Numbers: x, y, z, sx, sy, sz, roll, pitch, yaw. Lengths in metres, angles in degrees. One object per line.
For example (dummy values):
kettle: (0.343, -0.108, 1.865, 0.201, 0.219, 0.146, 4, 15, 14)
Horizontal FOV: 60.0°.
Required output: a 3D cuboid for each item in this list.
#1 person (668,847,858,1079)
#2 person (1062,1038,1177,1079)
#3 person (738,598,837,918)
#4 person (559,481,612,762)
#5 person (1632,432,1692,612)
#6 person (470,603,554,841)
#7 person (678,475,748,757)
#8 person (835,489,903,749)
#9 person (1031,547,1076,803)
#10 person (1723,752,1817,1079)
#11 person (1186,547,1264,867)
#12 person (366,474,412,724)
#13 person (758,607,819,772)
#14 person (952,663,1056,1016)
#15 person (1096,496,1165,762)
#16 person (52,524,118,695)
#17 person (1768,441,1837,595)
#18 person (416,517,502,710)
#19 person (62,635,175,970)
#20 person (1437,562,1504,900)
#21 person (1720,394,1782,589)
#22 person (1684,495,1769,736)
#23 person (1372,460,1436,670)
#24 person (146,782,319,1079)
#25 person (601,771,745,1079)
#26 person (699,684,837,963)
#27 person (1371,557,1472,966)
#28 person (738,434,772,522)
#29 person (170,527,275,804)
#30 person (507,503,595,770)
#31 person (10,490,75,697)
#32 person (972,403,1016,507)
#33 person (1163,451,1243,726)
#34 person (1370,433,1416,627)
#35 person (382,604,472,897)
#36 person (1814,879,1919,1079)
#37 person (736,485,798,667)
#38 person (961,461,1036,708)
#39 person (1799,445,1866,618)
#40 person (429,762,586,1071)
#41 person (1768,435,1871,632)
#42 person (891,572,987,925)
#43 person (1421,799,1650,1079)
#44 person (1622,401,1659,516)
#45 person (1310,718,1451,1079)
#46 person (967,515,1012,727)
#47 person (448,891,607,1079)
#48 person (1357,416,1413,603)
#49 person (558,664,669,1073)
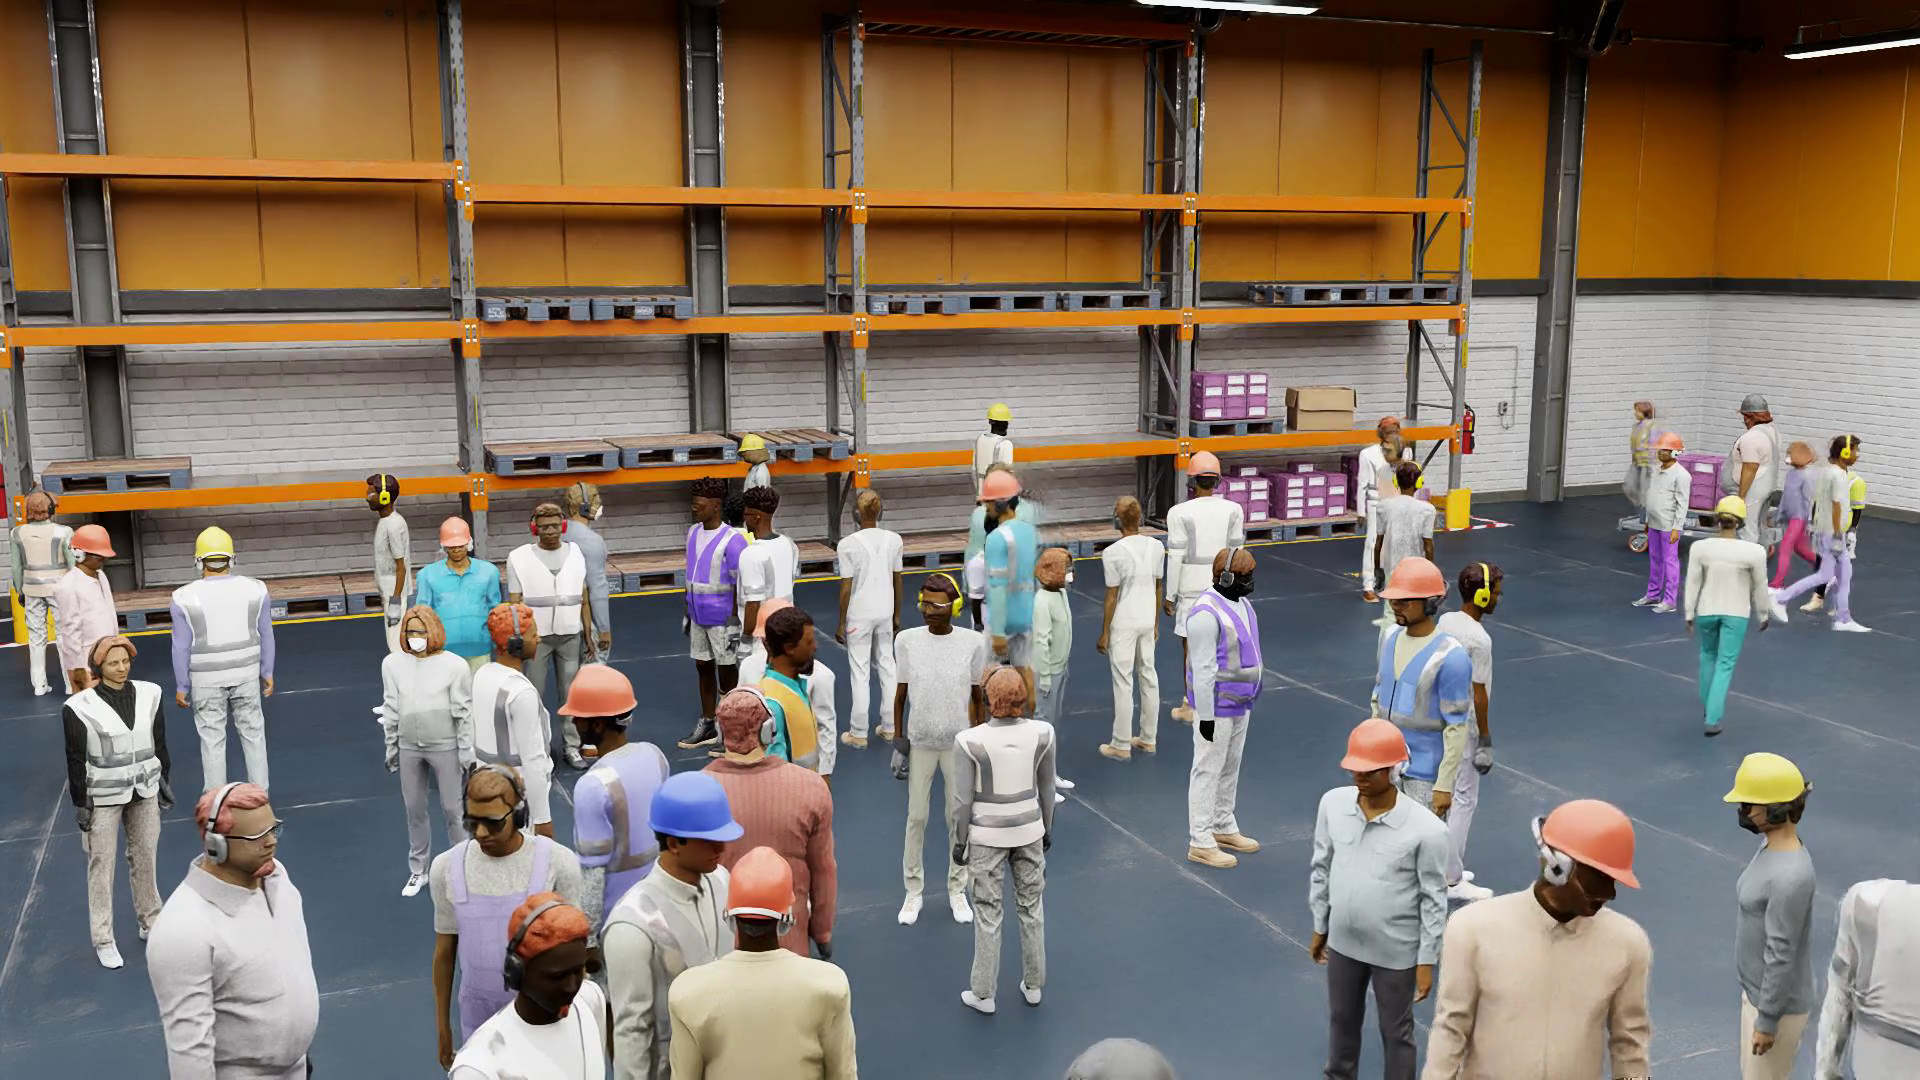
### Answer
person: (-0.586, 1.775, 5.010, 0.563, 1.752, 0.327, -1, 10, -6)
person: (0.386, 1.909, 3.416, 0.699, 2.000, 0.544, -2, 10, -11)
person: (-0.916, 1.155, 8.584, 0.566, 1.750, 0.341, 4, 11, 23)
person: (-2.593, 0.558, 11.493, 0.360, 1.938, 0.635, -8, 13, -40)
person: (6.872, -0.178, 16.251, 0.318, 1.756, 0.563, -2, 10, -11)
person: (-2.079, 1.223, 7.817, 0.343, 1.882, 0.585, -8, 13, -39)
person: (-1.727, 0.524, 11.610, 0.606, 1.966, 0.367, 9, 13, 41)
person: (-0.642, 0.557, 11.770, 0.512, 1.845, 0.340, -6, 12, -31)
person: (0.594, 0.850, 10.689, 0.264, 1.632, 0.507, 3, 10, 17)
person: (2.856, 1.617, 5.927, 0.342, 1.754, 0.535, 4, 11, 21)
person: (1.524, 0.947, 9.566, 0.429, 1.837, 0.624, 6, 12, 32)
person: (-4.258, 0.431, 12.425, 0.316, 1.870, 0.531, -4, 11, -24)
person: (-0.804, 1.247, 7.585, 0.391, 1.919, 0.587, 0, 10, -1)
person: (0.206, 1.375, 7.648, 0.513, 1.641, 0.307, -4, 11, -21)
person: (1.174, 0.611, 11.475, 0.506, 1.841, 0.344, -6, 12, -31)
person: (-5.653, 0.762, 10.879, 0.340, 1.742, 0.560, -1, 10, -4)
person: (8.608, -0.220, 16.972, 0.825, 1.593, 0.500, 1, 10, 4)
person: (-3.343, 0.707, 11.168, 0.576, 1.749, 0.335, -4, 11, -23)
person: (-4.152, 1.272, 8.238, 0.307, 1.641, 0.511, 6, 12, 32)
person: (2.734, 1.033, 9.014, 0.335, 1.856, 0.527, -2, 10, -10)
person: (8.230, -0.516, 17.389, 0.687, 2.000, 0.535, -9, 13, -42)
person: (5.649, 0.535, 12.226, 0.533, 1.735, 0.831, 8, 13, 40)
person: (3.545, 0.293, 13.260, 0.511, 1.860, 0.333, 7, 12, 35)
person: (-2.193, 1.671, 5.173, 0.403, 1.906, 0.652, 1, 10, 4)
person: (-0.855, 1.656, 5.180, 0.412, 1.939, 0.612, 5, 11, 25)
person: (-0.789, 1.480, 6.282, 0.651, 1.905, 0.409, -2, 10, -14)
person: (2.196, 1.089, 8.132, 0.379, 2.044, 0.607, -5, 11, -25)
person: (-2.001, -0.173, 16.294, 0.325, 1.736, 0.485, -2, 10, -14)
person: (-4.534, 0.827, 10.249, 0.600, 1.831, 0.404, -8, 13, -39)
person: (-2.746, 0.654, 11.203, 0.564, 1.846, 0.390, -5, 11, -28)
person: (-7.174, 0.428, 13.103, 0.522, 1.638, 0.310, 0, 10, -3)
person: (0.386, -0.472, 17.457, 0.380, 1.924, 0.593, -8, 13, -38)
person: (1.789, 0.356, 12.354, 0.615, 2.041, 0.391, -3, 10, -17)
person: (4.112, -0.099, 15.601, 0.488, 1.829, 0.516, -5, 11, -28)
person: (-2.879, 1.143, 9.032, 0.493, 1.625, 0.280, 1, 10, 7)
person: (3.009, 1.679, 5.132, 0.580, 1.899, 0.608, -8, 12, -37)
person: (-1.307, 0.607, 11.128, 0.363, 1.965, 0.610, 4, 11, 21)
person: (0.289, 0.353, 12.725, 0.466, 1.918, 0.638, 7, 12, 35)
person: (8.408, -0.103, 15.996, 0.318, 1.698, 0.534, -4, 11, -24)
person: (-1.519, 1.629, 5.631, 0.518, 1.836, 0.347, 0, 10, -2)
person: (8.007, -0.065, 15.379, 0.827, 1.839, 0.532, 5, 11, 27)
person: (-0.106, 1.083, 8.678, 0.514, 1.868, 0.329, 0, 10, -2)
person: (1.674, 1.706, 4.858, 0.650, 1.955, 0.434, 0, 10, 2)
person: (8.641, -0.946, 21.074, 0.362, 1.625, 0.515, -2, 10, -12)
person: (1.582, 1.534, 6.402, 0.563, 1.752, 0.341, 9, 14, 43)
person: (0.264, 0.618, 11.843, 0.315, 1.696, 0.541, 8, 13, 38)
person: (-1.082, 1.823, 4.353, 0.338, 1.884, 0.582, 3, 10, 19)
person: (4.250, -0.307, 16.641, 0.588, 1.879, 0.352, -2, 10, -12)
person: (-1.351, 1.428, 6.521, 0.389, 1.930, 0.544, 4, 11, 22)
